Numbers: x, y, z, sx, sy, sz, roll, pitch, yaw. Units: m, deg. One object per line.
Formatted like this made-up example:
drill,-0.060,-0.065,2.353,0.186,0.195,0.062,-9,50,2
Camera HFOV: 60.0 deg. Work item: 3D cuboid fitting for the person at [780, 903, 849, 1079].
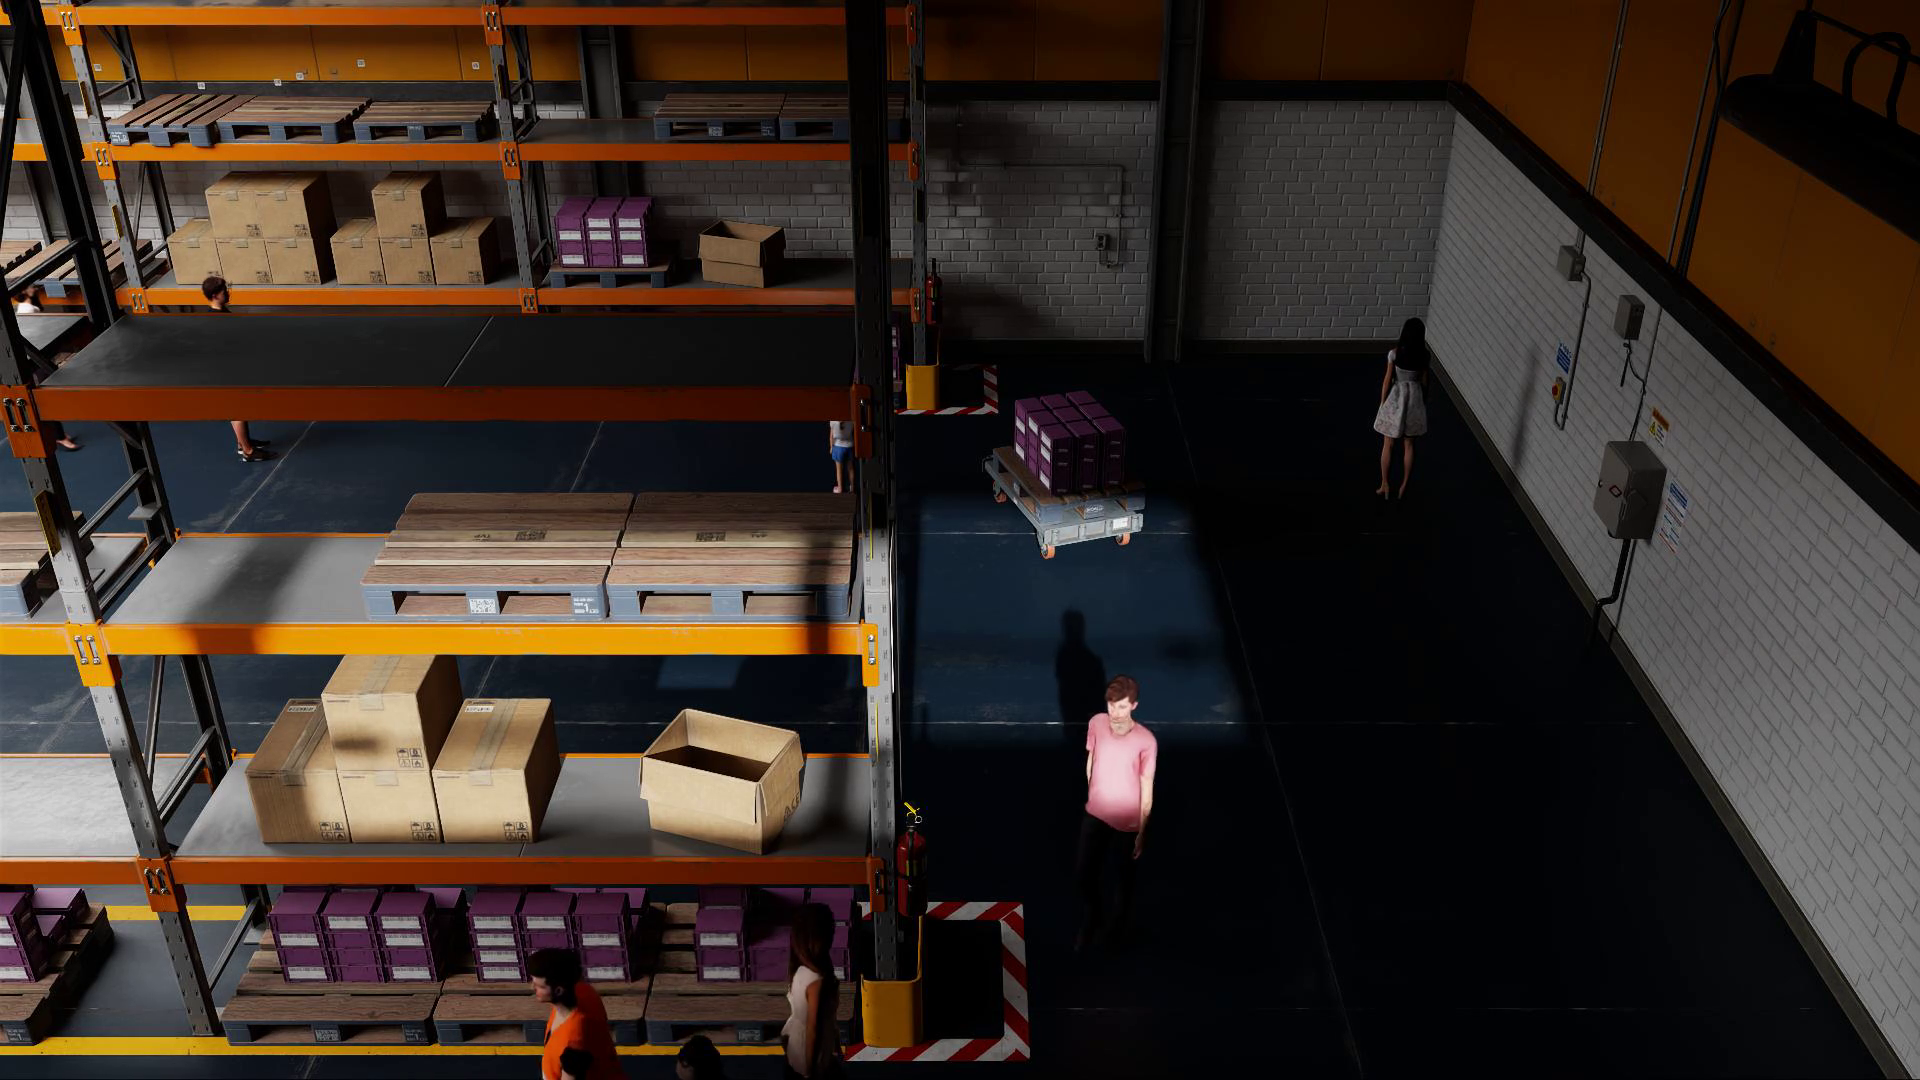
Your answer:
person,-0.852,2.602,8.419,1.155,1.745,0.858,-9,30,-16

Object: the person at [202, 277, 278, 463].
person,-7.059,-1.669,16.128,0.763,1.861,0.762,-15,32,-26

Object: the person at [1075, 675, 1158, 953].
person,0.987,1.617,10.018,0.717,1.943,0.810,13,31,23

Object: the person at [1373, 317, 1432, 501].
person,4.094,-1.214,15.385,0.569,1.774,0.706,1,29,2

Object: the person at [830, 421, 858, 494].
person,-1.085,-0.887,15.573,0.418,1.018,0.519,-7,29,-12

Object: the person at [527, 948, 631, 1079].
person,-1.722,2.717,8.092,1.170,1.857,0.931,-10,30,-18

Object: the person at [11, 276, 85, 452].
person,-8.993,-1.734,16.316,0.693,1.794,0.688,-16,33,-27
